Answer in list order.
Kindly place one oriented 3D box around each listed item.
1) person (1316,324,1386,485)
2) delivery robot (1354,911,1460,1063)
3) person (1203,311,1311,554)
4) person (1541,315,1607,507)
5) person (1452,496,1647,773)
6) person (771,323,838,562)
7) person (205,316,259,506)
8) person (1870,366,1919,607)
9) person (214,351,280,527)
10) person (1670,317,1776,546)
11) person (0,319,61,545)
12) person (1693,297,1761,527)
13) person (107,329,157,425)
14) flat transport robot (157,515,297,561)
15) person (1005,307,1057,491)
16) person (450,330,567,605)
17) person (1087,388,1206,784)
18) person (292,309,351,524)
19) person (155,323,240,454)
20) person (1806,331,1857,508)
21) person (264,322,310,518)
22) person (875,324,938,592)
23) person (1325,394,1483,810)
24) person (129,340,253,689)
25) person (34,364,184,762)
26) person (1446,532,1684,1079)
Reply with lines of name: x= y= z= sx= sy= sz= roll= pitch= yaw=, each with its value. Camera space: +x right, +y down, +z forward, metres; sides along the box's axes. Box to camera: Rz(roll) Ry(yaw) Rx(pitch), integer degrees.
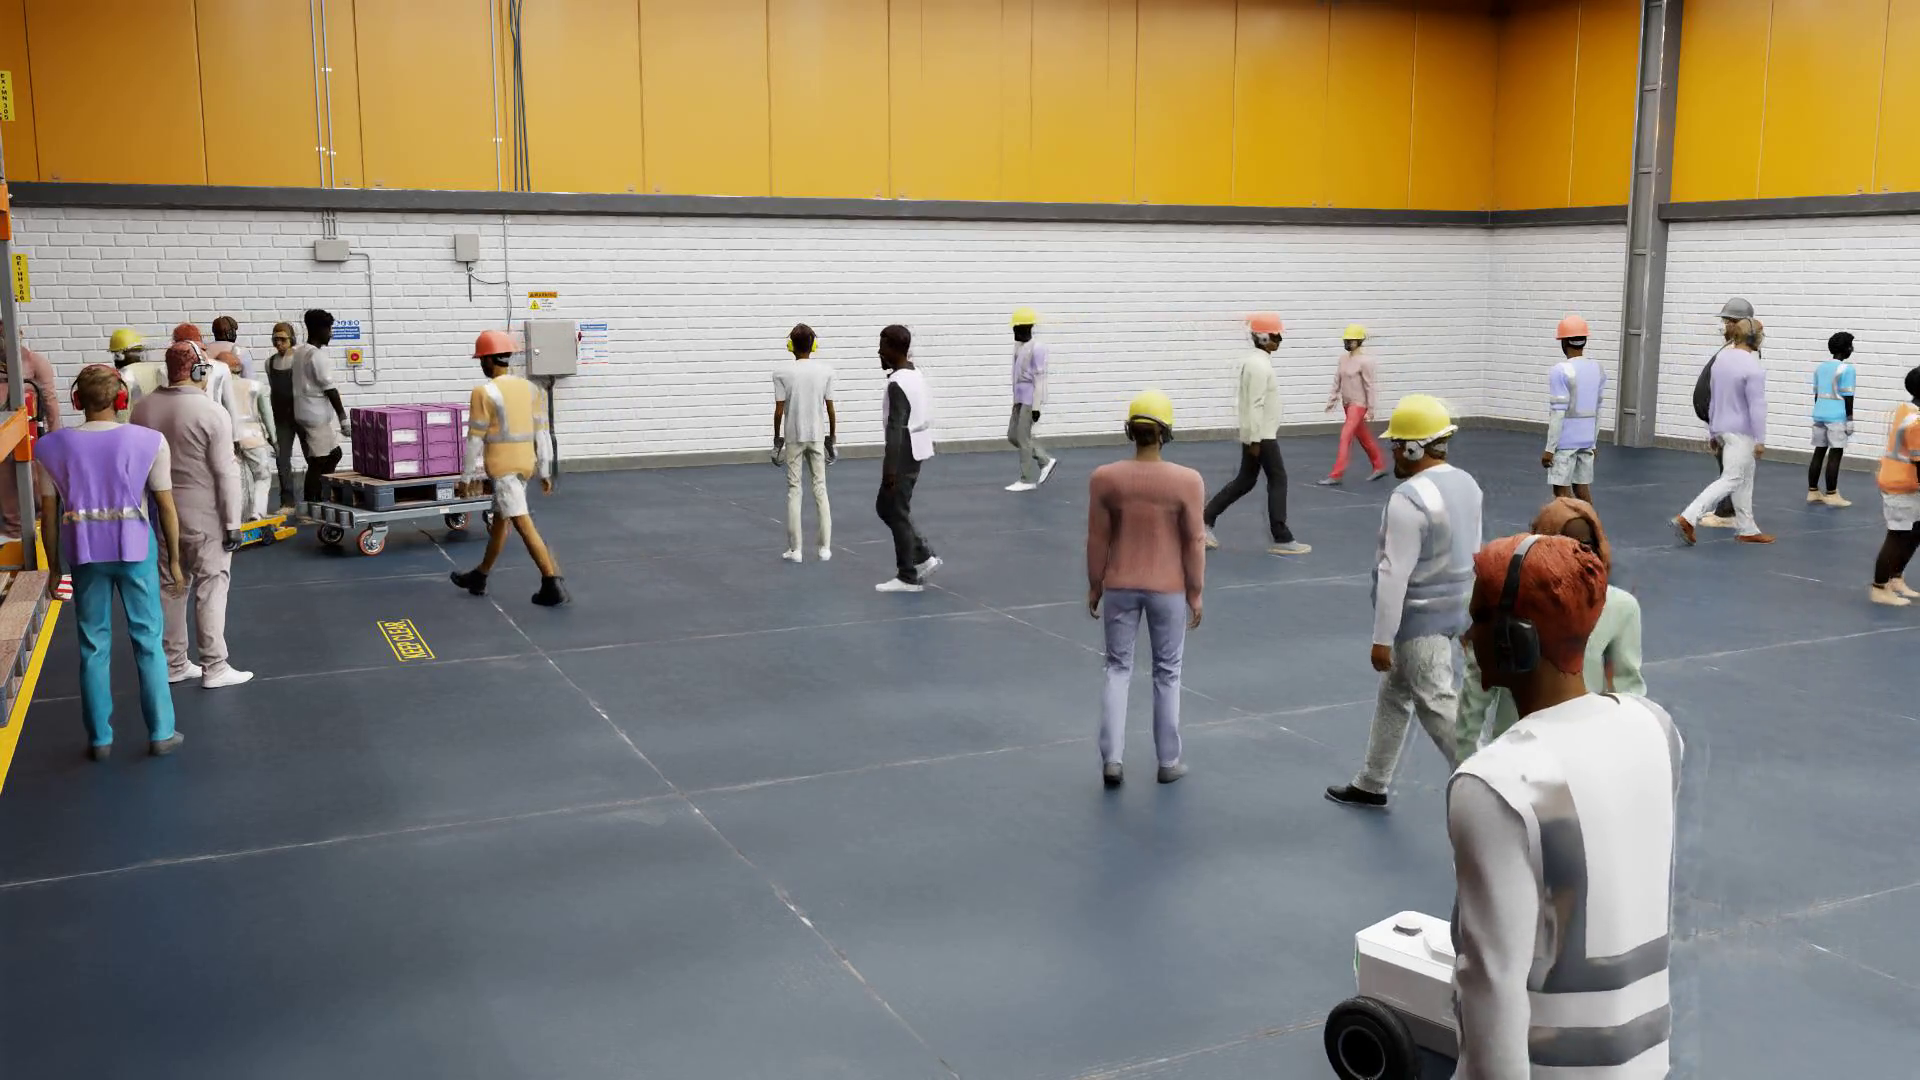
person: x=4.244 y=-1.449 z=17.779 sx=0.929 sy=1.721 sz=0.523 roll=-3 pitch=10 yaw=-18
delivery robot: x=1.434 y=1.224 z=4.495 sx=0.477 sy=0.478 sz=0.707 roll=-8 pitch=12 yaw=-42
person: x=2.338 y=-0.862 z=13.389 sx=0.929 sy=1.966 sz=0.622 roll=1 pitch=9 yaw=6
person: x=4.678 y=-0.753 z=12.783 sx=0.551 sy=1.932 sz=0.367 roll=-5 pitch=11 yaw=-30
person: x=1.787 y=0.674 z=4.961 sx=0.520 sy=1.586 sz=0.826 roll=0 pitch=9 yaw=0
person: x=-1.220 y=-0.754 z=13.019 sx=0.534 sy=1.861 sz=0.310 roll=-3 pitch=10 yaw=-17
person: x=-7.029 y=-1.231 z=16.042 sx=0.625 sy=1.844 sz=0.429 roll=2 pitch=9 yaw=9
person: x=6.362 y=-0.348 z=11.157 sx=0.385 sy=1.660 sz=0.604 roll=5 pitch=10 yaw=28
person: x=-5.963 y=-0.763 z=13.818 sx=0.573 sy=1.612 sz=0.502 roll=-3 pitch=10 yaw=-17
person: x=6.312 y=-0.875 z=13.647 sx=0.912 sy=1.910 sz=0.642 roll=-1 pitch=9 yaw=-4
person: x=-7.871 y=-0.875 z=13.713 sx=0.842 sy=1.894 sz=0.435 roll=-1 pitch=9 yaw=-5
person: x=6.830 y=-1.139 z=14.852 sx=0.537 sy=2.000 sz=0.682 roll=5 pitch=10 yaw=29
person: x=-6.723 y=-0.796 z=13.444 sx=0.732 sy=1.803 sz=0.620 roll=2 pitch=9 yaw=13
flat transport robot: x=-6.103 y=-0.040 z=13.506 sx=0.652 sy=0.197 sz=1.431 roll=2 pitch=9 yaw=13
person: x=0.725 y=-1.458 z=17.226 sx=0.516 sy=1.910 sz=0.612 roll=-3 pitch=10 yaw=-18
person: x=-3.110 y=-0.491 z=11.359 sx=1.073 sy=1.869 sz=0.556 roll=5 pitch=10 yaw=28
person: x=0.819 y=0.217 z=7.329 sx=0.527 sy=1.777 sz=0.344 roll=3 pitch=10 yaw=19
person: x=-5.709 y=-1.101 z=14.940 sx=0.586 sy=1.932 sz=0.608 roll=-6 pitch=11 yaw=-34
person: x=-6.139 y=-0.815 z=13.447 sx=0.647 sy=1.852 sz=0.845 roll=-6 pitch=11 yaw=-33
person: x=8.447 y=-1.166 z=16.085 sx=0.319 sy=1.695 sz=0.539 roll=-1 pitch=9 yaw=-6
person: x=-6.176 y=-1.141 z=15.589 sx=0.559 sy=1.813 sz=0.886 roll=2 pitch=9 yaw=10
person: x=-0.422 y=-0.569 z=11.742 sx=0.456 sy=1.901 sz=0.615 roll=1 pitch=9 yaw=8
person: x=1.909 y=0.310 z=6.673 sx=0.917 sy=1.793 sz=0.601 roll=8 pitch=12 yaw=40
person: x=-4.173 y=-0.136 z=9.089 sx=0.636 sy=1.900 sz=0.401 roll=3 pitch=10 yaw=18
person: x=-3.924 y=0.111 z=7.707 sx=0.570 sy=1.840 sz=0.373 roll=-3 pitch=10 yaw=-20
person: x=0.991 y=0.890 z=2.918 sx=0.595 sy=1.828 sz=1.002 roll=-6 pitch=11 yaw=-34
